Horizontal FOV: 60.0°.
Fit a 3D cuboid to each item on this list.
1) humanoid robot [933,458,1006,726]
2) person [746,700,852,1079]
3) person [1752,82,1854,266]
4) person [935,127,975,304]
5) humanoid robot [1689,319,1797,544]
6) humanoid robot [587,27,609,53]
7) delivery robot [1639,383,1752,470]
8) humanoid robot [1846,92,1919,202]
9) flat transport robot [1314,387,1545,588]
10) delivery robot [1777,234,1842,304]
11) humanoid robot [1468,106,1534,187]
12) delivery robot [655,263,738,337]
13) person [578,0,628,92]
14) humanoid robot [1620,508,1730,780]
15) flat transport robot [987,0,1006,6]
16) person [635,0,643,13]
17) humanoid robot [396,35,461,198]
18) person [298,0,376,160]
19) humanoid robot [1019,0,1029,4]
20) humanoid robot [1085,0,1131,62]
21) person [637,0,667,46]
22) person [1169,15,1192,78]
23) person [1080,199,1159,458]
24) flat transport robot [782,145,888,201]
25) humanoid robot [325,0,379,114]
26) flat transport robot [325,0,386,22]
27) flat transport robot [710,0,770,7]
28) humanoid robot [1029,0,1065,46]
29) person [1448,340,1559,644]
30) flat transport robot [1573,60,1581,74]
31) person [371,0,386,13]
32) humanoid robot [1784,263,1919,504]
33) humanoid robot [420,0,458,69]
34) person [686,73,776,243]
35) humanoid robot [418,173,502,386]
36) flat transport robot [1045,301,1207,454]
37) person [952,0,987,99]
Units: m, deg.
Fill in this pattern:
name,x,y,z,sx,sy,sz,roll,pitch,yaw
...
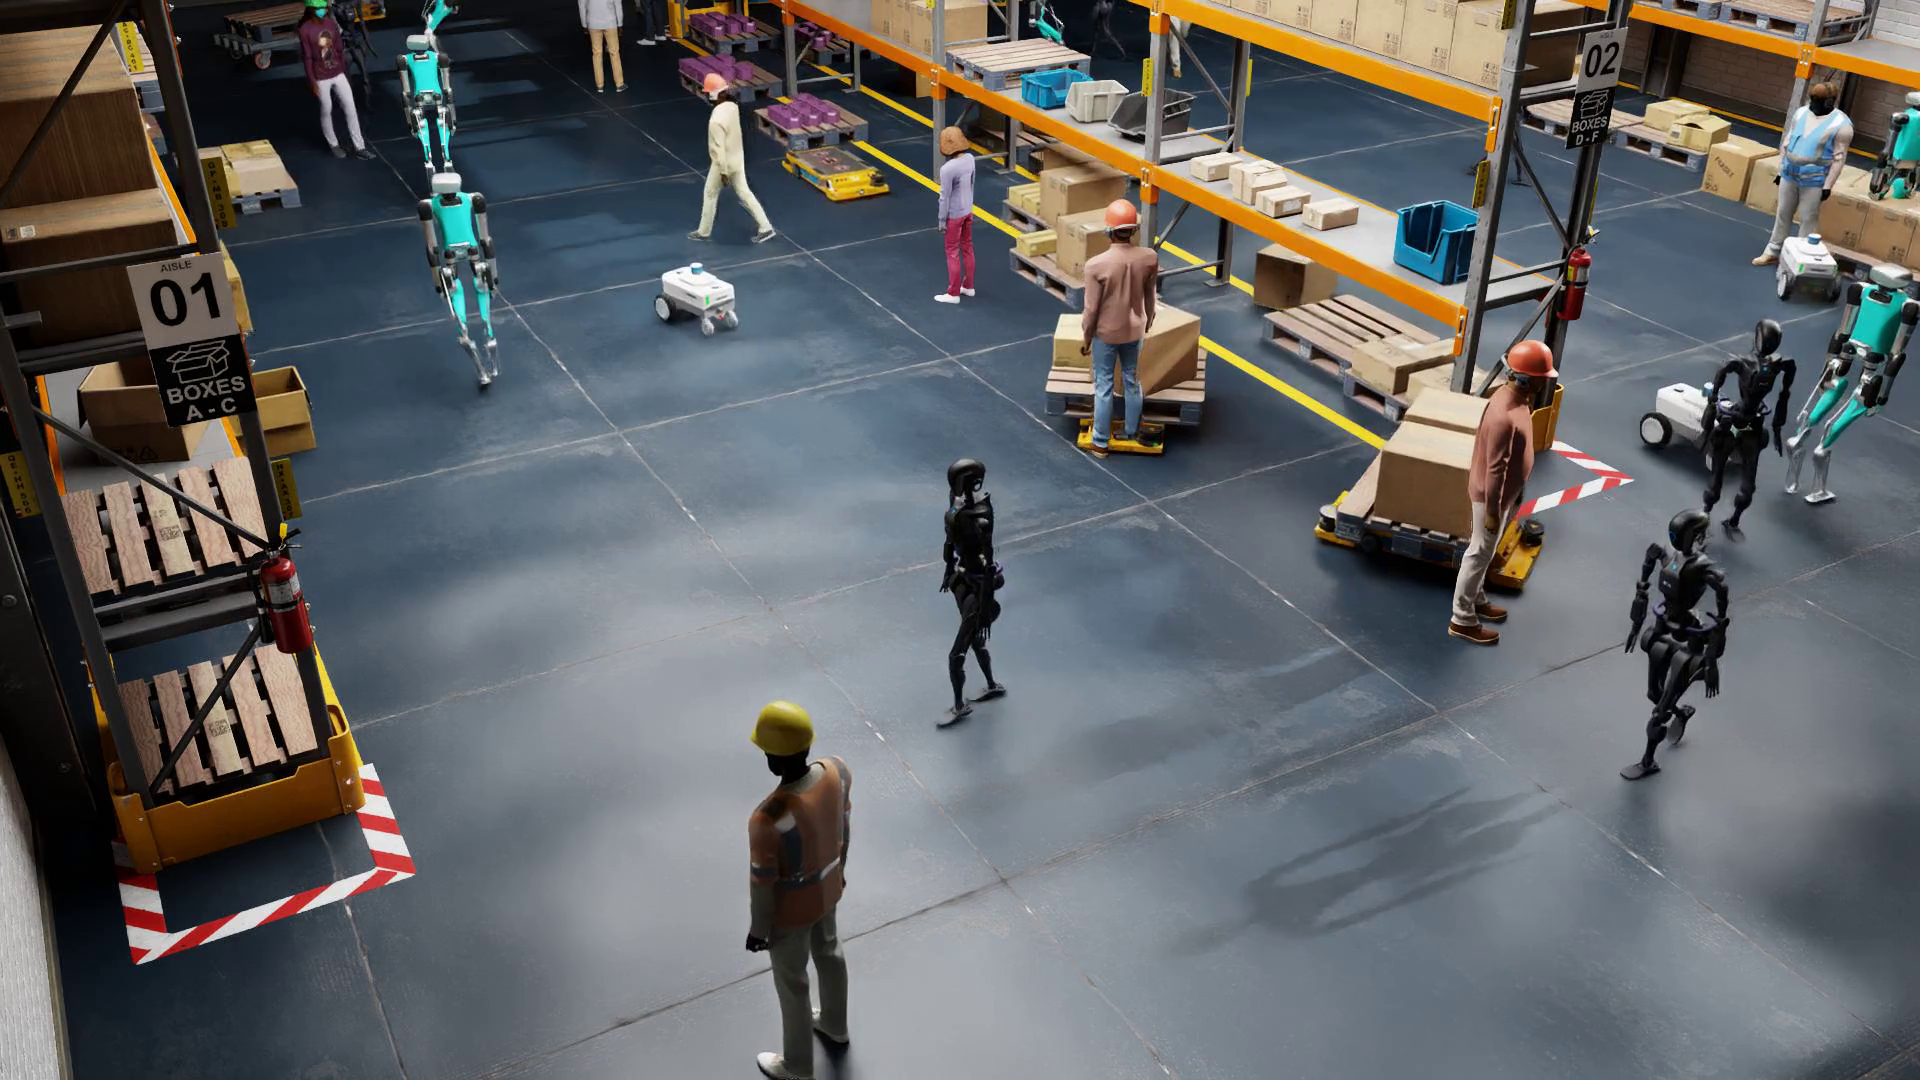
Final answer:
name,x,y,z,sx,sy,sz,roll,pitch,yaw
humanoid robot,0.039,0.268,9.530,0.531,1.644,0.616,-12,32,-21
person,-0.695,1.507,7.131,0.378,1.920,0.586,18,34,28
person,8.030,-3.432,15.814,0.431,1.835,0.623,-15,33,-24
person,-0.037,-2.967,15.210,0.288,1.629,0.498,19,35,29
humanoid robot,5.315,-0.750,11.320,0.610,1.646,0.348,-1,30,-1
humanoid robot,-5.072,-7.661,23.264,0.545,1.786,0.688,-4,30,-7
delivery robot,5.663,-0.910,12.699,0.499,0.587,0.785,-16,33,-25
humanoid robot,8.854,-3.451,15.964,0.548,1.804,0.757,-6,30,-10
flat transport robot,3.249,-0.057,11.509,1.431,0.231,0.659,16,33,25
delivery robot,7.948,-2.576,15.600,0.499,0.587,0.762,6,30,10
humanoid robot,6.064,-4.731,18.301,0.780,1.651,0.591,15,33,24
delivery robot,-2.365,-2.189,14.953,0.499,0.614,0.804,-26,39,-38
person,-4.651,-6.726,21.630,0.562,1.748,0.336,0,30,0
humanoid robot,3.992,0.532,9.100,0.654,1.626,0.612,-16,34,-26
flat transport robot,0.667,-8.847,26.810,0.659,0.231,1.431,12,32,20
person,-4.931,-9.130,25.725,0.429,1.844,0.626,7,31,11
humanoid robot,-5.547,-4.381,17.427,0.533,1.677,0.735,-7,31,-12
person,-7.122,-5.250,18.887,0.530,1.918,0.887,-26,39,-37
humanoid robot,1.076,-9.335,26.254,0.439,1.640,0.611,-10,31,-17
humanoid robot,2.062,-7.480,23.077,0.742,1.650,0.609,10,31,16
person,-4.518,-8.061,23.871,0.346,1.839,0.507,13,32,21
person,2.951,-7.278,22.487,0.571,1.860,0.870,-3,30,-6
person,1.170,-1.563,12.402,0.607,1.994,0.376,-13,32,-21
flat transport robot,-1.408,-4.110,18.564,0.659,0.231,1.431,-15,33,-25
humanoid robot,-7.640,-6.160,20.736,0.592,1.642,0.595,18,34,28
flat transport robot,-9.503,-8.234,25.744,0.659,0.231,1.431,-23,37,-34
flat transport robot,-3.262,-8.685,26.528,1.431,0.231,0.659,-8,31,-13
humanoid robot,1.188,-6.980,22.205,0.723,1.905,0.547,6,31,11
person,3.320,-0.300,10.213,0.402,1.986,0.610,12,32,20
flat transport robot,7.231,-5.720,21.368,0.659,0.231,1.431,-15,33,-25
person,-9.141,-8.936,25.592,0.498,1.633,0.281,24,38,35
humanoid robot,6.215,-1.040,11.769,0.755,1.786,0.534,-16,34,-26
humanoid robot,-7.205,-7.343,22.713,0.588,1.766,0.884,26,39,37
person,-2.307,-3.783,16.555,0.920,1.698,0.542,11,32,18
humanoid robot,-3.980,-2.009,13.452,0.541,1.798,0.767,-10,31,-17
flat transport robot,1.335,-1.093,13.313,0.659,0.231,1.431,5,30,8
person,0.156,-6.647,21.350,0.414,1.897,0.640,-15,33,-24
